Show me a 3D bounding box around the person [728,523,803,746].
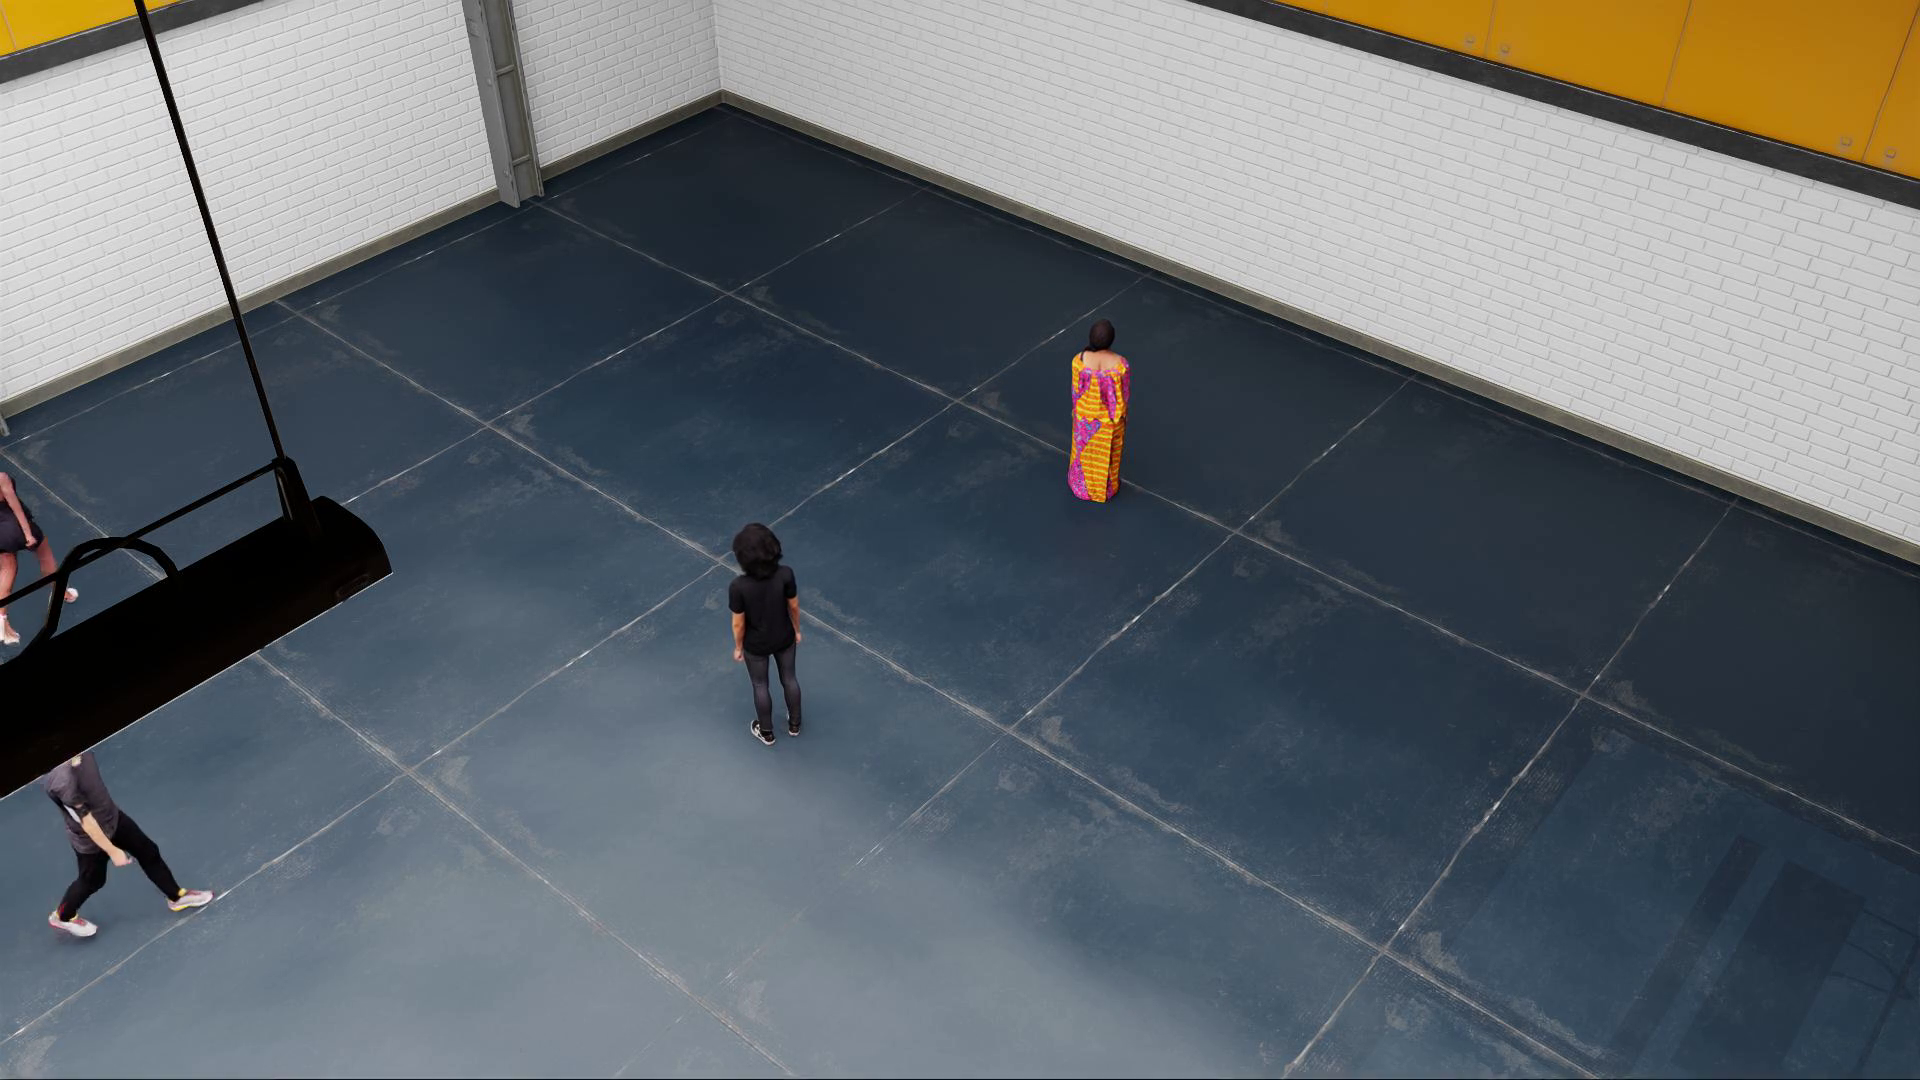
[{"bbox_3d":[-1.305,0.654,11.315,0.633,1.830,0.769,-14,41,-17],"label":"person"}]

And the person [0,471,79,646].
[{"bbox_3d":[-7.017,-0.005,12.196,0.930,1.762,1.119,4,39,5],"label":"person"}]

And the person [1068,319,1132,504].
[{"bbox_3d":[1.140,-1.096,13.622,0.767,1.686,0.805,6,39,8],"label":"person"}]

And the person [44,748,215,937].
[{"bbox_3d":[-5.269,1.768,10.003,1.208,1.726,1.129,-4,39,-5],"label":"person"}]
